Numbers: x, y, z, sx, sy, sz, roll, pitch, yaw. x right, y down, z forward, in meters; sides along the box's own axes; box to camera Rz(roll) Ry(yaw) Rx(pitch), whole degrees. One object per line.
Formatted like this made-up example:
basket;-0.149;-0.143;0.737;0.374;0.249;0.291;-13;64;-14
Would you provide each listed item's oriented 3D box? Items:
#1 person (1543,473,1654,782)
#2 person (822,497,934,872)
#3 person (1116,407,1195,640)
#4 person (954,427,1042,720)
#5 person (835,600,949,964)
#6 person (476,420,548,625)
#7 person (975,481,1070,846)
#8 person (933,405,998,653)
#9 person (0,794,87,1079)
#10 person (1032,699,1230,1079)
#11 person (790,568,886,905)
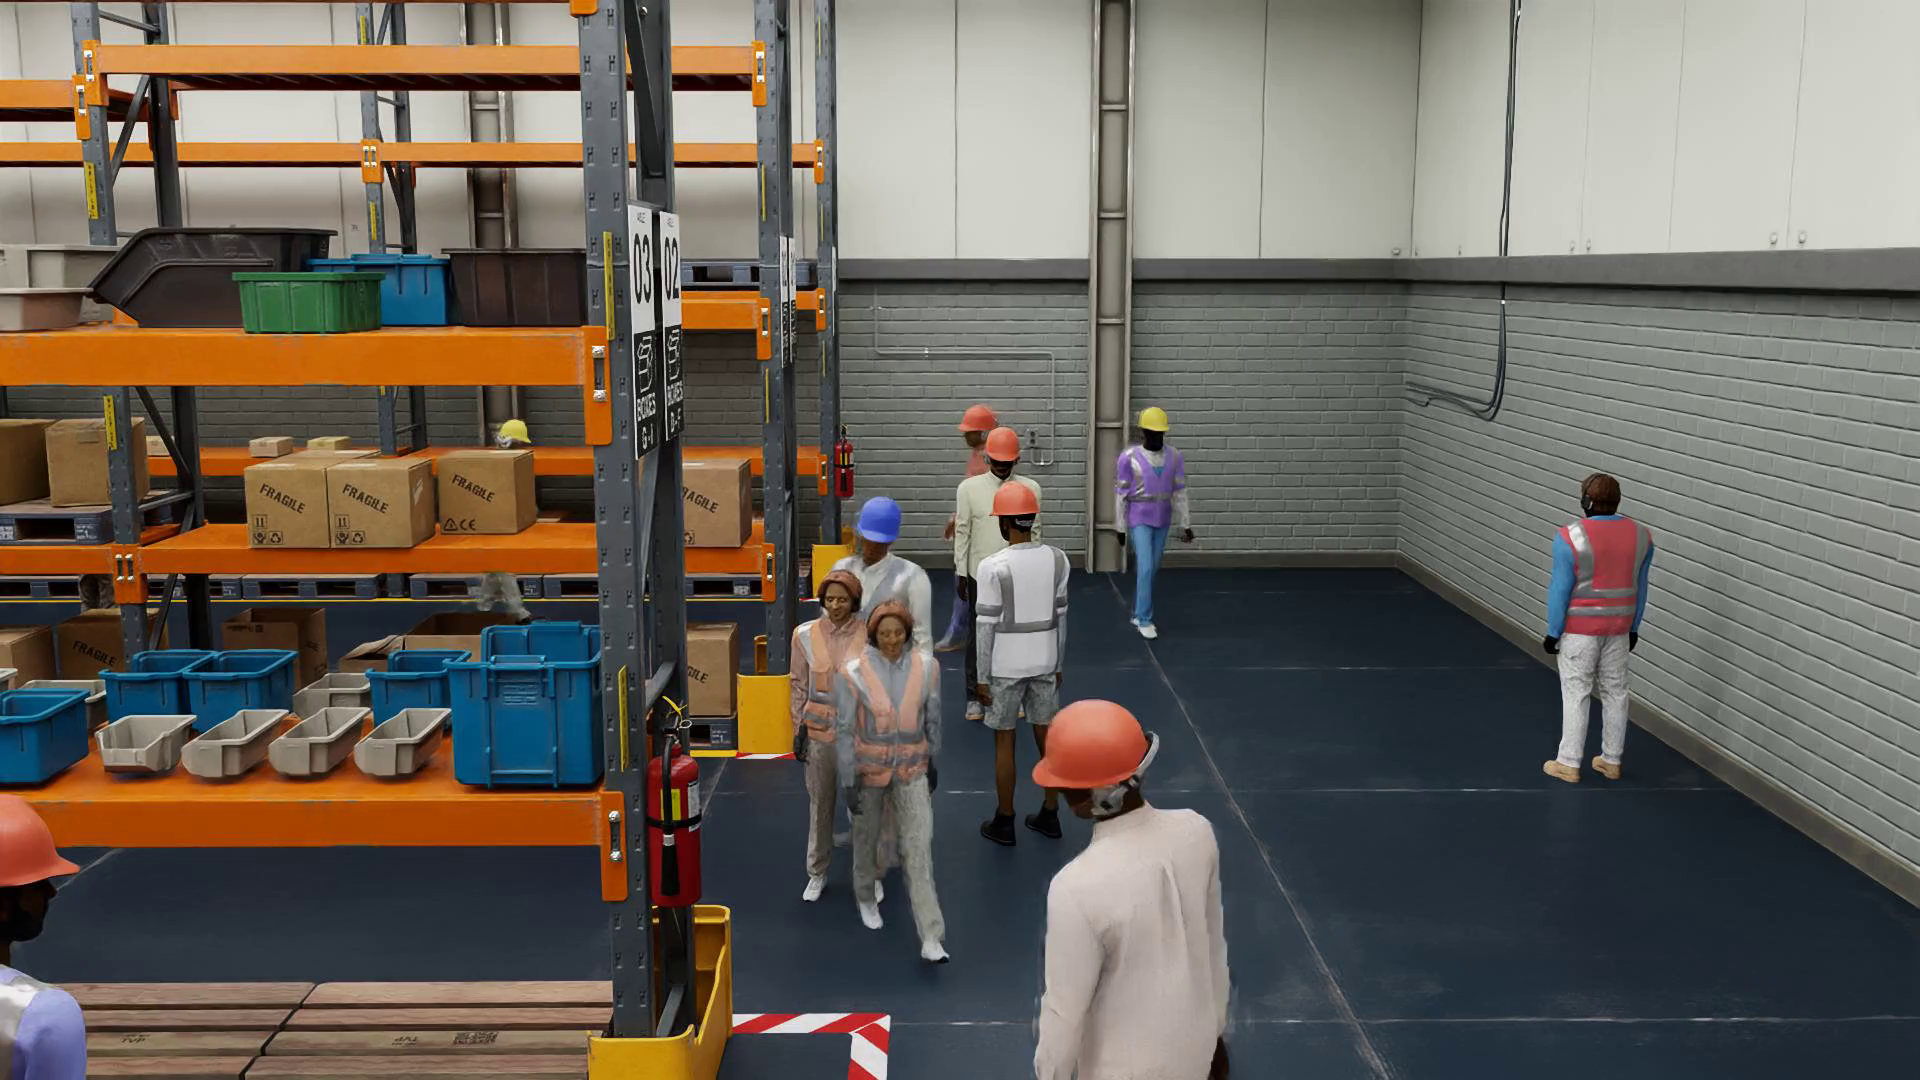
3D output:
person;3.745;0.519;9.853;0.624;1.844;0.429;-2;9;-11
person;-0.439;0.718;8.407;0.702;1.919;0.454;6;11;31
person;1.627;-0.139;13.731;0.600;1.897;0.786;-4;10;-24
person;0.266;0.225;11.215;0.611;1.985;0.393;-2;9;-12
person;-0.305;1.049;7.368;0.515;1.582;0.898;-3;10;-17
person;-3.820;-0.122;13.956;0.930;1.773;0.618;5;10;27
person;0.306;0.651;8.793;0.545;1.929;0.384;-5;10;-26
person;0.120;-0.091;13.202;0.665;1.959;0.667;-1;9;-5
person;-2.035;1.495;3.579;0.552;1.933;0.368;3;10;15
person;0.458;1.357;4.390;0.709;1.961;0.444;-8;12;-42
person;-0.557;0.938;7.941;0.514;1.630;0.318;1;9;8
